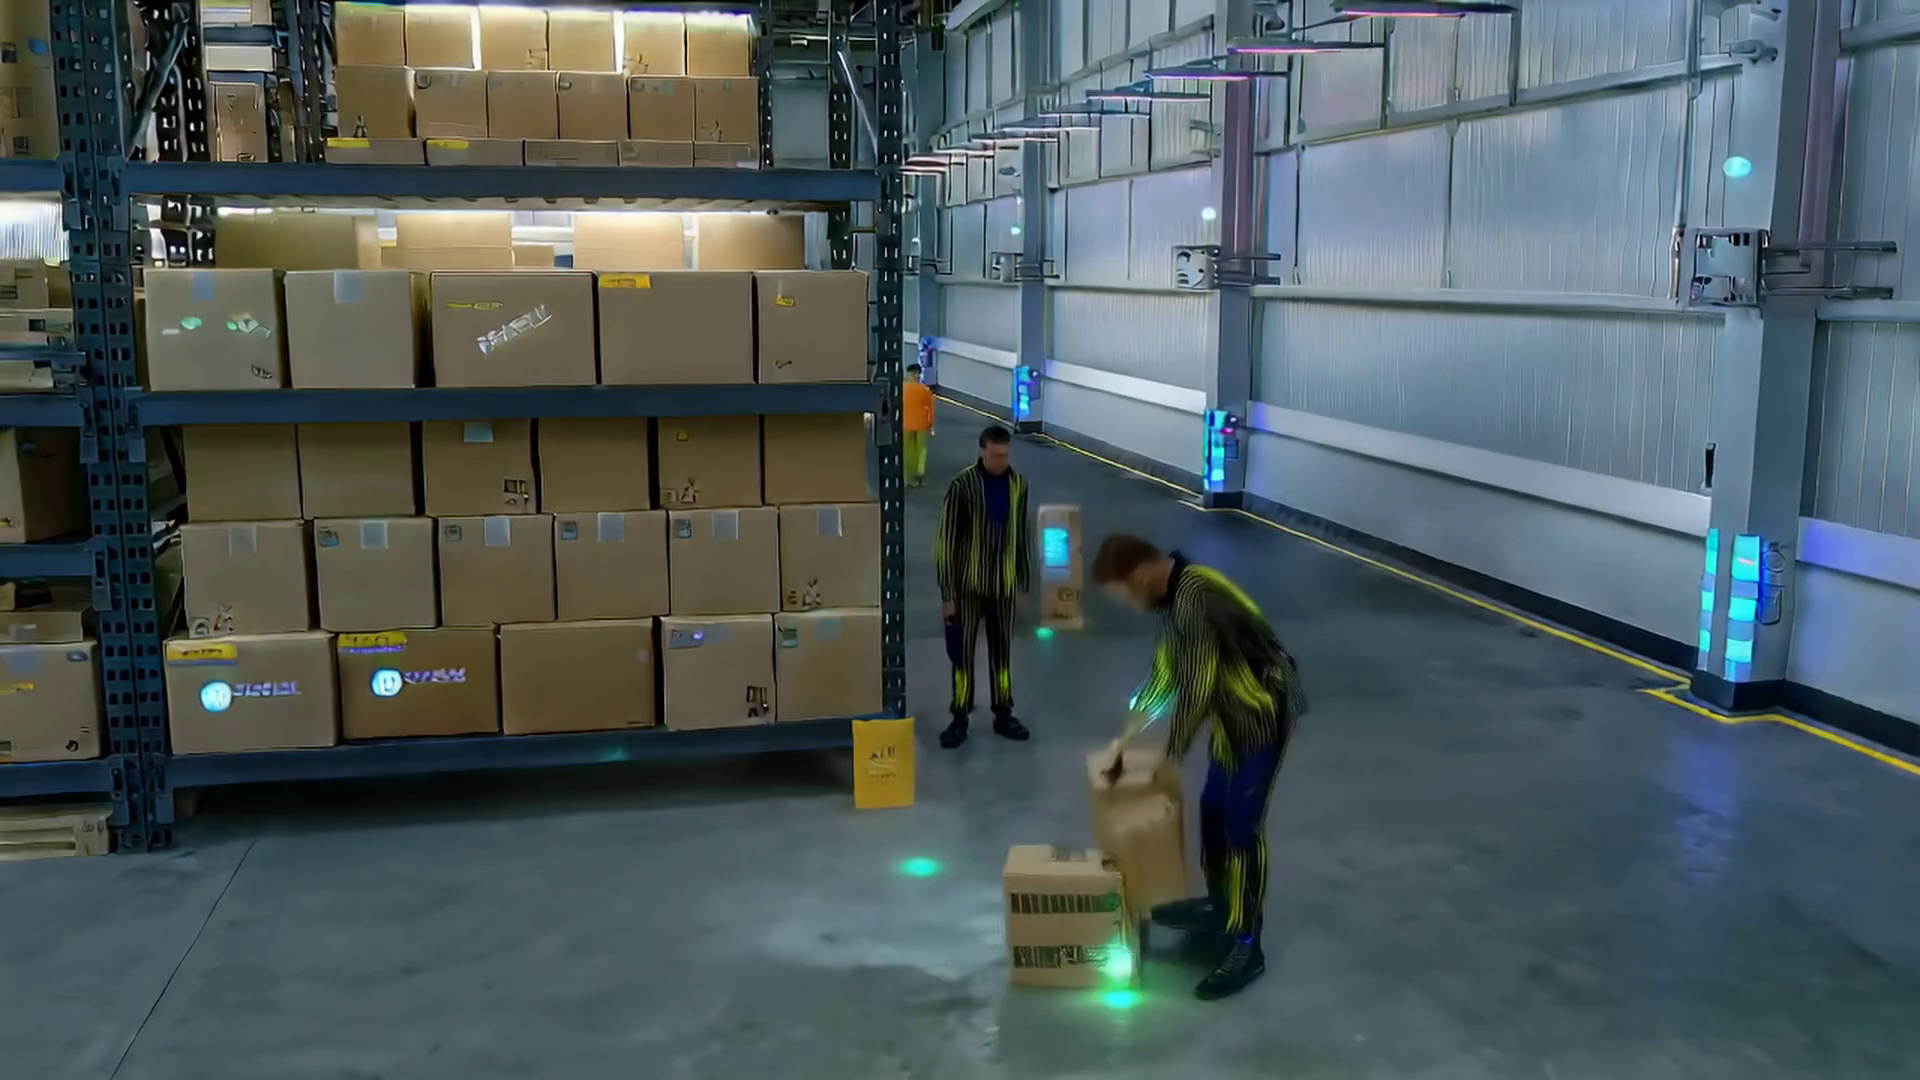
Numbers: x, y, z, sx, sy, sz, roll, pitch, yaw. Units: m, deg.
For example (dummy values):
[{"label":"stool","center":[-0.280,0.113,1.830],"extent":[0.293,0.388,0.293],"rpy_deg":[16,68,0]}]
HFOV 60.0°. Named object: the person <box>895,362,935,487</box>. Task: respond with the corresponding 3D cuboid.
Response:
[{"label":"person","center":[-0.637,-1.570,22.884],"extent":[0.586,1.727,0.581],"rpy_deg":[3,10,15]}]
